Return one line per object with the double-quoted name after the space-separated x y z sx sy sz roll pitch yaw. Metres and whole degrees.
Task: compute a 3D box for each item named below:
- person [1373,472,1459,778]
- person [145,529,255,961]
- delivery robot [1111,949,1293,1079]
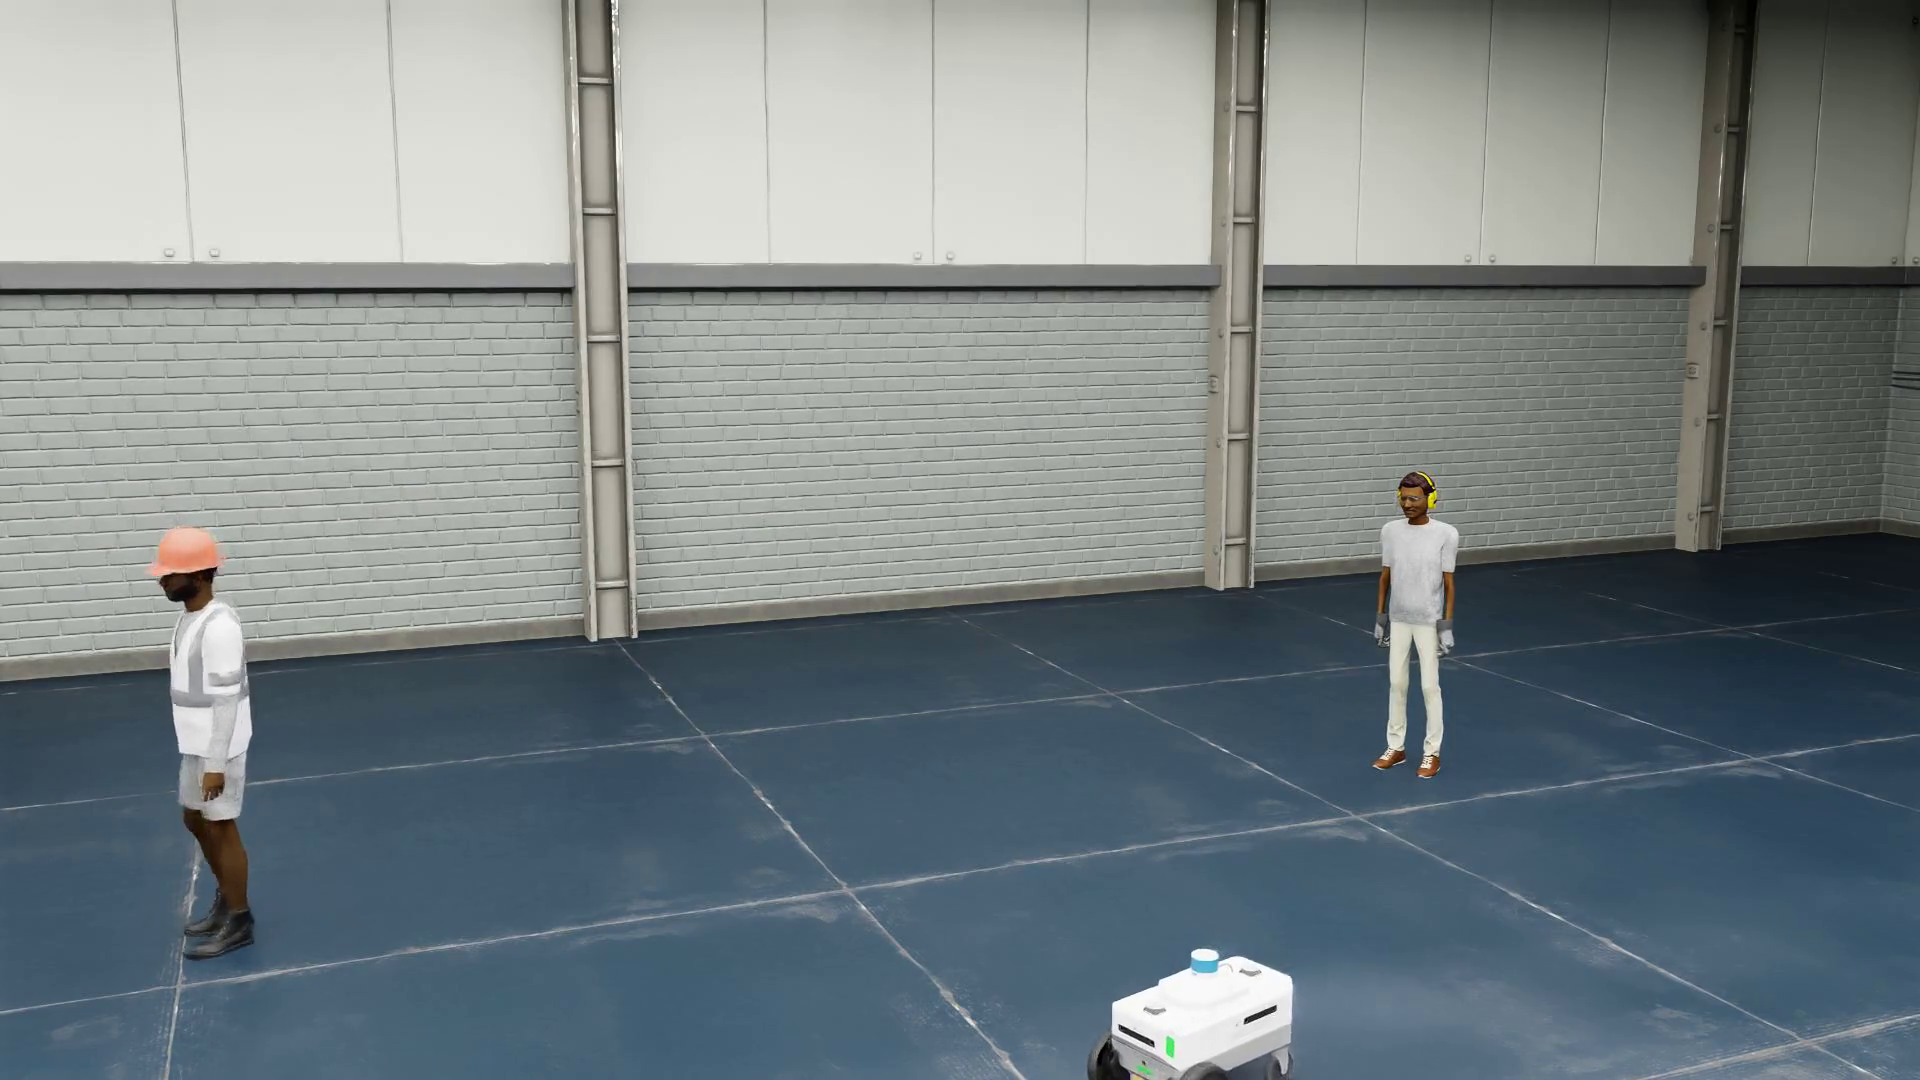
2.763 0.507 10.106 0.516 1.865 0.312 7 11 37 "person"
-3.367 0.905 7.425 0.386 1.928 0.589 -8 12 -41 "person"
0.894 1.747 6.103 0.707 0.478 0.477 -7 12 -39 "delivery robot"
